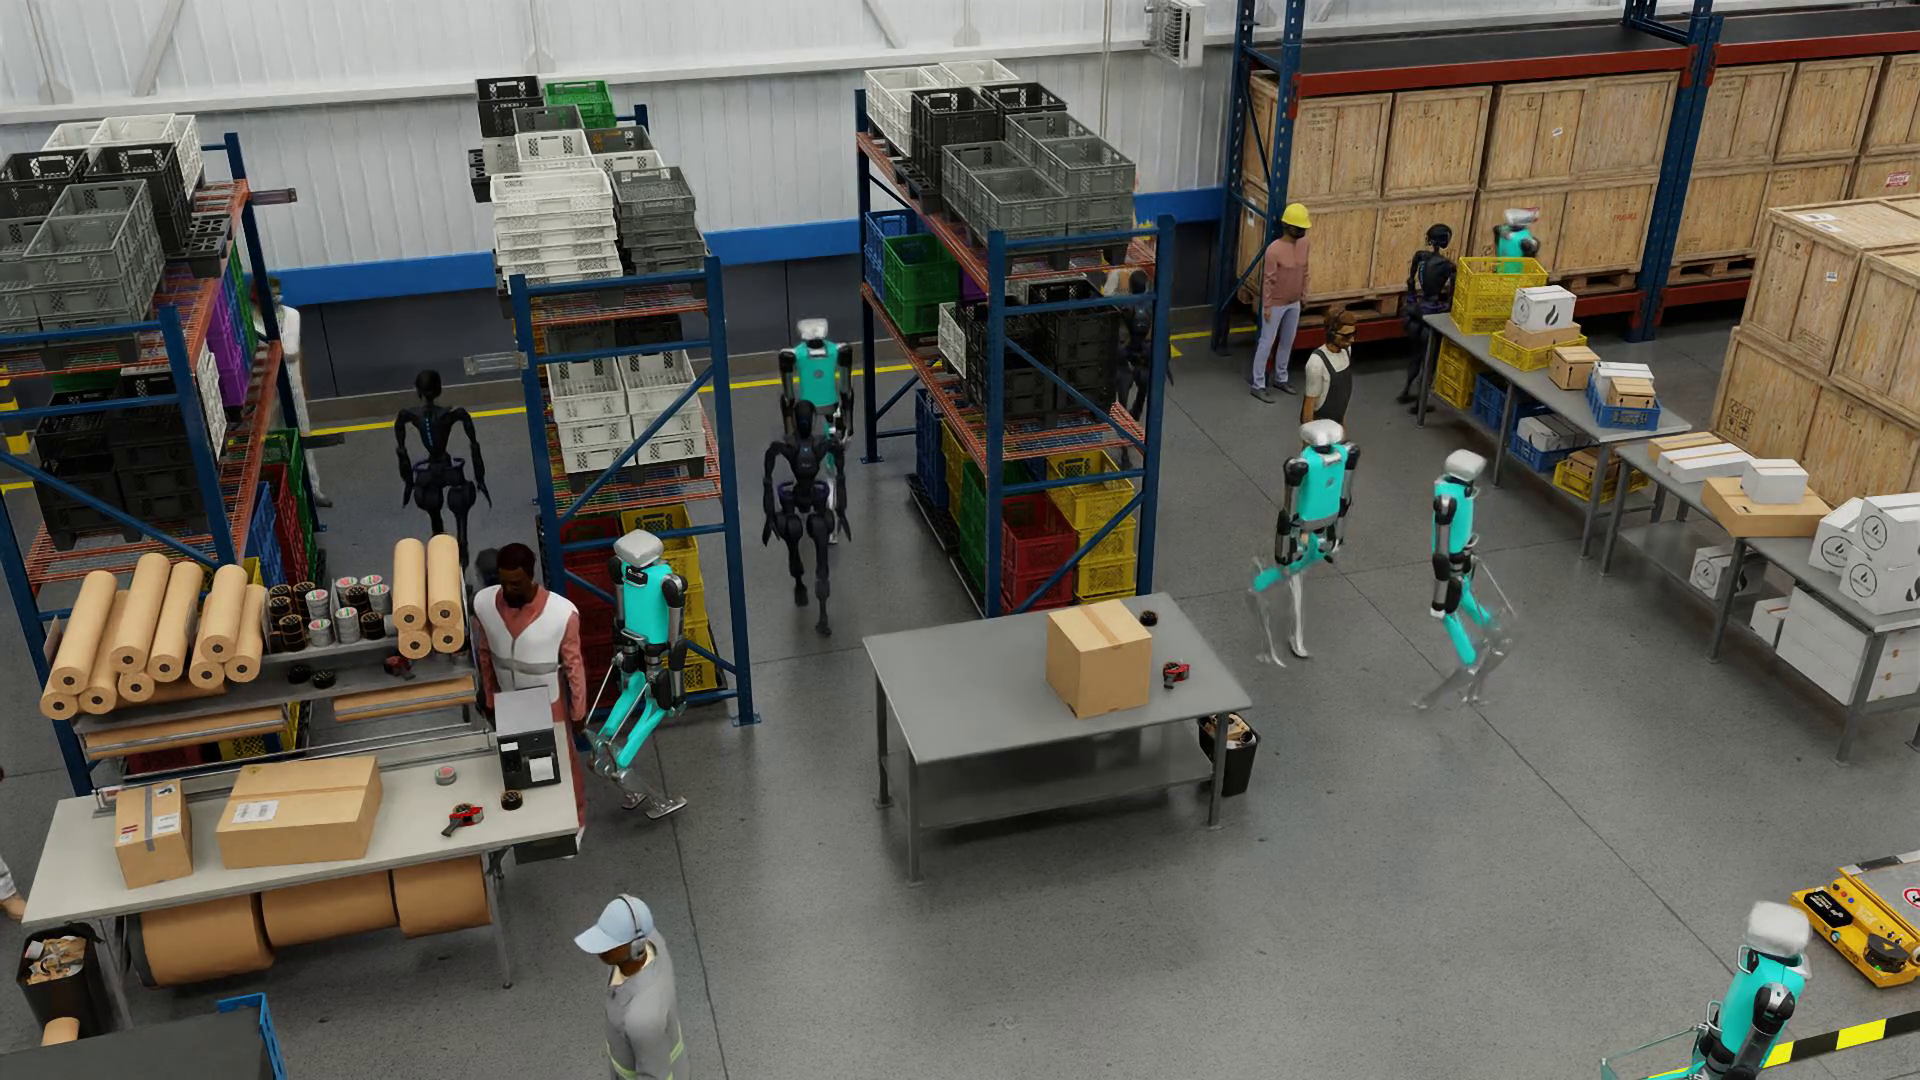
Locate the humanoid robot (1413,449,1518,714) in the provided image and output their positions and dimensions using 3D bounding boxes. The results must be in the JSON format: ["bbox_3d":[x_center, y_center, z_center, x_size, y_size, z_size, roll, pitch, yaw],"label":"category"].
[{"bbox_3d":[3.147,0.324,10.064,0.733,1.779,0.543,15,32,25],"label":"humanoid robot"}]

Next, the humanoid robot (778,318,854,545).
[{"bbox_3d":[-1.092,-0.917,12.340,0.539,1.767,1.008,-6,29,-12],"label":"humanoid robot"}]

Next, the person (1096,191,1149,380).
[{"bbox_3d":[1.326,-2.303,14.681,0.965,1.881,0.561,1,29,2],"label":"person"}]

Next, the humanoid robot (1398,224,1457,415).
[{"bbox_3d":[3.976,-1.886,14.118,0.338,1.651,0.601,-15,32,-25],"label":"humanoid robot"}]

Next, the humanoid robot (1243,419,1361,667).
[{"bbox_3d":[2.129,-0.028,10.654,0.549,1.758,0.690,-14,32,-24],"label":"humanoid robot"}]

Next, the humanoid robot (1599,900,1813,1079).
[{"bbox_3d":[2.862,2.099,6.678,0.735,1.677,0.533,12,31,21],"label":"humanoid robot"}]

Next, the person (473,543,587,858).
[{"bbox_3d":[-2.265,0.840,8.935,0.590,1.913,0.390,7,30,13],"label":"person"}]

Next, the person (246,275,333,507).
[{"bbox_3d":[-5.229,-1.170,12.684,0.860,1.813,0.580,24,37,37],"label":"person"}]

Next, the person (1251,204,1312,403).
[{"bbox_3d":[2.806,-2.047,14.342,0.527,1.760,0.337,-19,34,-30],"label":"person"}]

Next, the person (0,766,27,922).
[{"bbox_3d":[-5.113,1.221,8.306,0.429,1.841,0.635,20,35,32],"label":"person"}]

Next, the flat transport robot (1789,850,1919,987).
[{"bbox_3d":[5.163,1.916,8.676,1.431,0.231,0.659,-8,30,-14],"label":"flat transport robot"}]

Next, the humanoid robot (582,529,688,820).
[{"bbox_3d":[-1.821,0.808,9.027,0.533,1.677,0.735,20,35,32],"label":"humanoid robot"}]

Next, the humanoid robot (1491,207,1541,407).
[{"bbox_3d":[4.867,-1.979,14.262,0.696,1.808,0.530,-9,30,-16],"label":"humanoid robot"}]

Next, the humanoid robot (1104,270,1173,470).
[{"bbox_3d":[1.418,-1.391,13.292,0.608,1.619,0.799,-5,29,-8],"label":"humanoid robot"}]

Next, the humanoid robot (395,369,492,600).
[{"bbox_3d":[-3.554,-0.423,11.493,0.609,1.630,0.714,-2,29,-4],"label":"humanoid robot"}]

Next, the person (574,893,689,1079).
[{"bbox_3d":[-1.263,2.144,6.615,0.366,1.852,0.594,-7,30,-12],"label":"person"}]

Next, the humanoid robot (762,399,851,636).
[{"bbox_3d":[-1.031,-0.175,11.065,0.593,1.621,0.791,-6,29,-10],"label":"humanoid robot"}]

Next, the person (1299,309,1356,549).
[{"bbox_3d":[2.627,-0.811,12.017,0.333,1.837,0.506,22,36,34],"label":"person"}]

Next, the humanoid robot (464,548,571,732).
[{"bbox_3d":[-2.484,0.790,9.260,0.589,1.654,0.338,-11,31,-19],"label":"humanoid robot"}]
